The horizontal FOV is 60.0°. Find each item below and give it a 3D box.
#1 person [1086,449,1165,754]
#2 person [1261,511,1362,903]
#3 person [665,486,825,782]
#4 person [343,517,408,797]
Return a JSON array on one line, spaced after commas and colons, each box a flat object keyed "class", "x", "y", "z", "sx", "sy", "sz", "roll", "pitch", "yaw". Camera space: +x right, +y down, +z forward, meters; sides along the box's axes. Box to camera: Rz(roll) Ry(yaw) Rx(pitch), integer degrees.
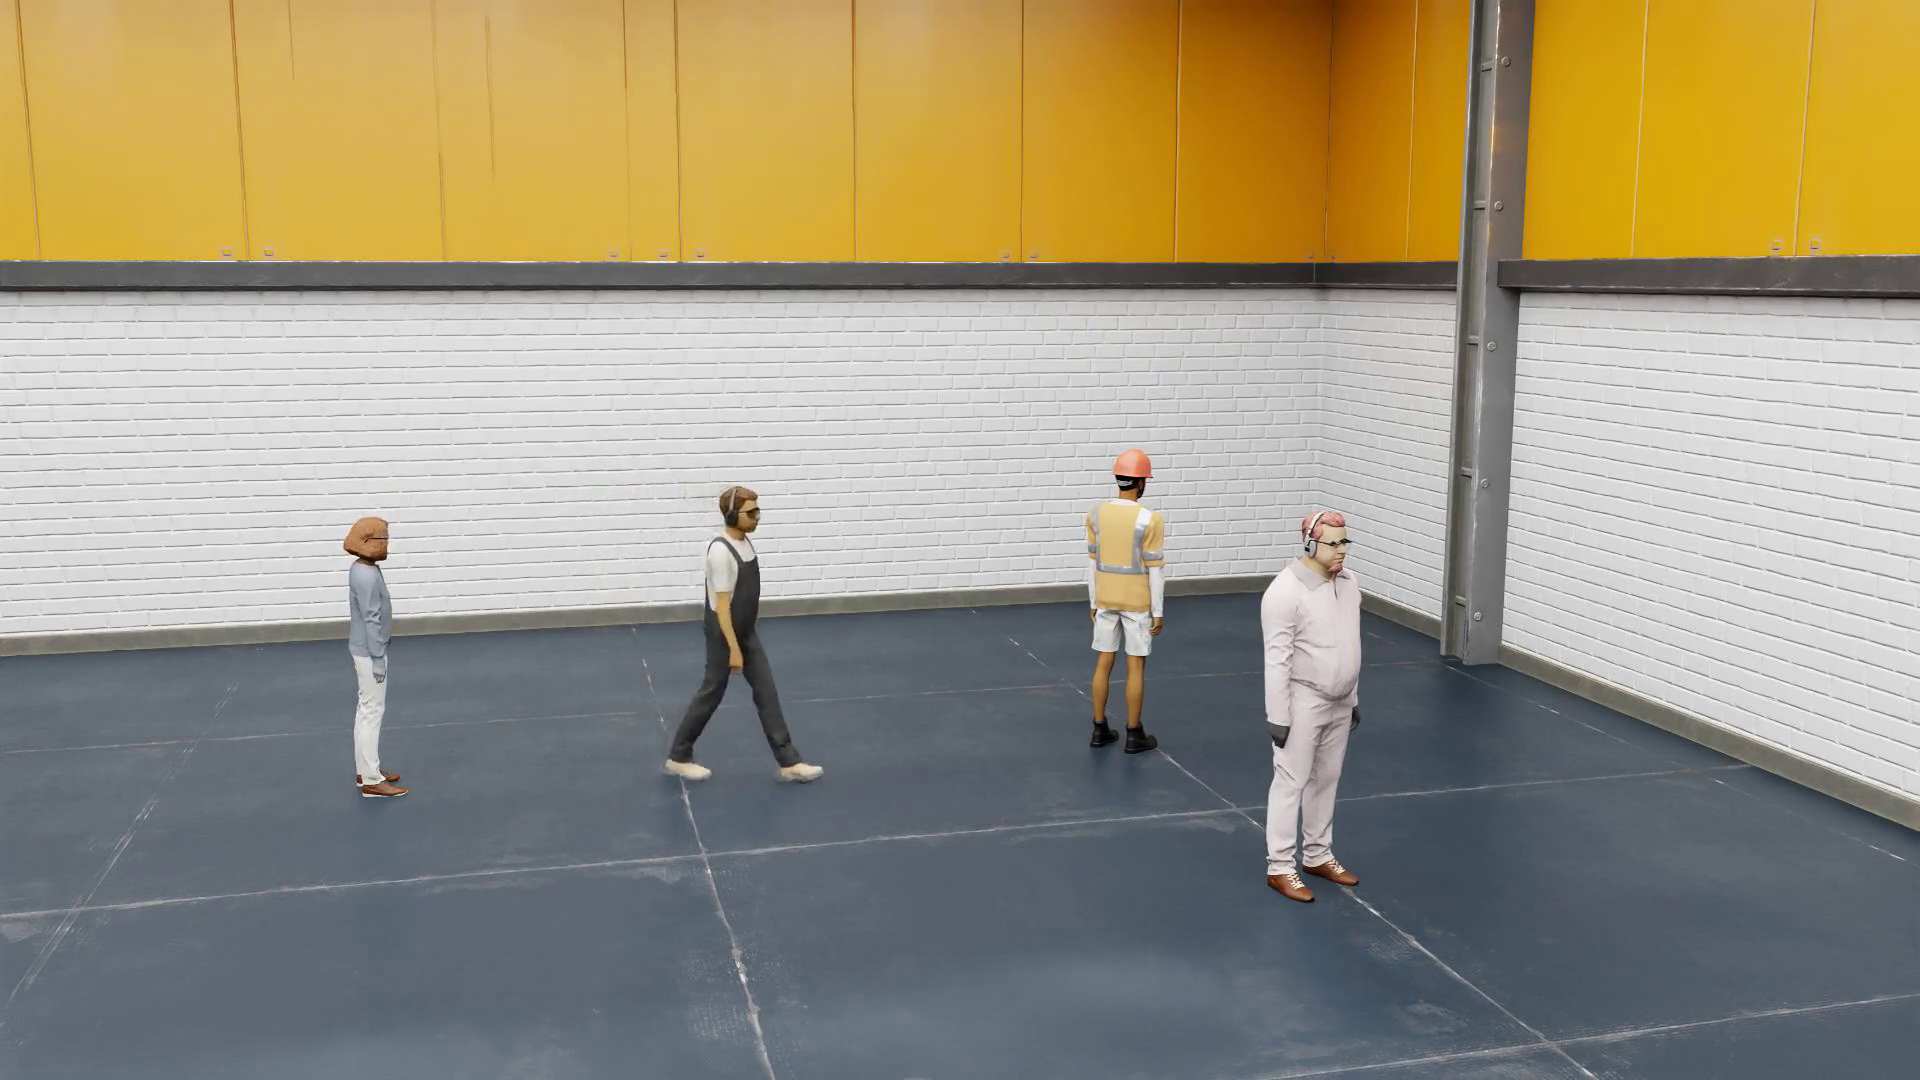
[{"class": "person", "x": 1.064, "y": 0.387, "z": 10.560, "sx": 0.541, "sy": 1.932, "sz": 0.382, "roll": 6, "pitch": 11, "yaw": 33}, {"class": "person", "x": 1.739, "y": 0.798, "z": 8.094, "sx": 0.643, "sy": 1.903, "sz": 0.401, "roll": -8, "pitch": 12, "yaw": -41}, {"class": "person", "x": -1.336, "y": 0.570, "z": 9.849, "sx": 0.983, "sy": 1.795, "sz": 0.534, "roll": 3, "pitch": 9, "yaw": 16}, {"class": "person", "x": -3.418, "y": 0.672, "z": 9.694, "sx": 0.264, "sy": 1.631, "sz": 0.508, "roll": -4, "pitch": 10, "yaw": -24}]
